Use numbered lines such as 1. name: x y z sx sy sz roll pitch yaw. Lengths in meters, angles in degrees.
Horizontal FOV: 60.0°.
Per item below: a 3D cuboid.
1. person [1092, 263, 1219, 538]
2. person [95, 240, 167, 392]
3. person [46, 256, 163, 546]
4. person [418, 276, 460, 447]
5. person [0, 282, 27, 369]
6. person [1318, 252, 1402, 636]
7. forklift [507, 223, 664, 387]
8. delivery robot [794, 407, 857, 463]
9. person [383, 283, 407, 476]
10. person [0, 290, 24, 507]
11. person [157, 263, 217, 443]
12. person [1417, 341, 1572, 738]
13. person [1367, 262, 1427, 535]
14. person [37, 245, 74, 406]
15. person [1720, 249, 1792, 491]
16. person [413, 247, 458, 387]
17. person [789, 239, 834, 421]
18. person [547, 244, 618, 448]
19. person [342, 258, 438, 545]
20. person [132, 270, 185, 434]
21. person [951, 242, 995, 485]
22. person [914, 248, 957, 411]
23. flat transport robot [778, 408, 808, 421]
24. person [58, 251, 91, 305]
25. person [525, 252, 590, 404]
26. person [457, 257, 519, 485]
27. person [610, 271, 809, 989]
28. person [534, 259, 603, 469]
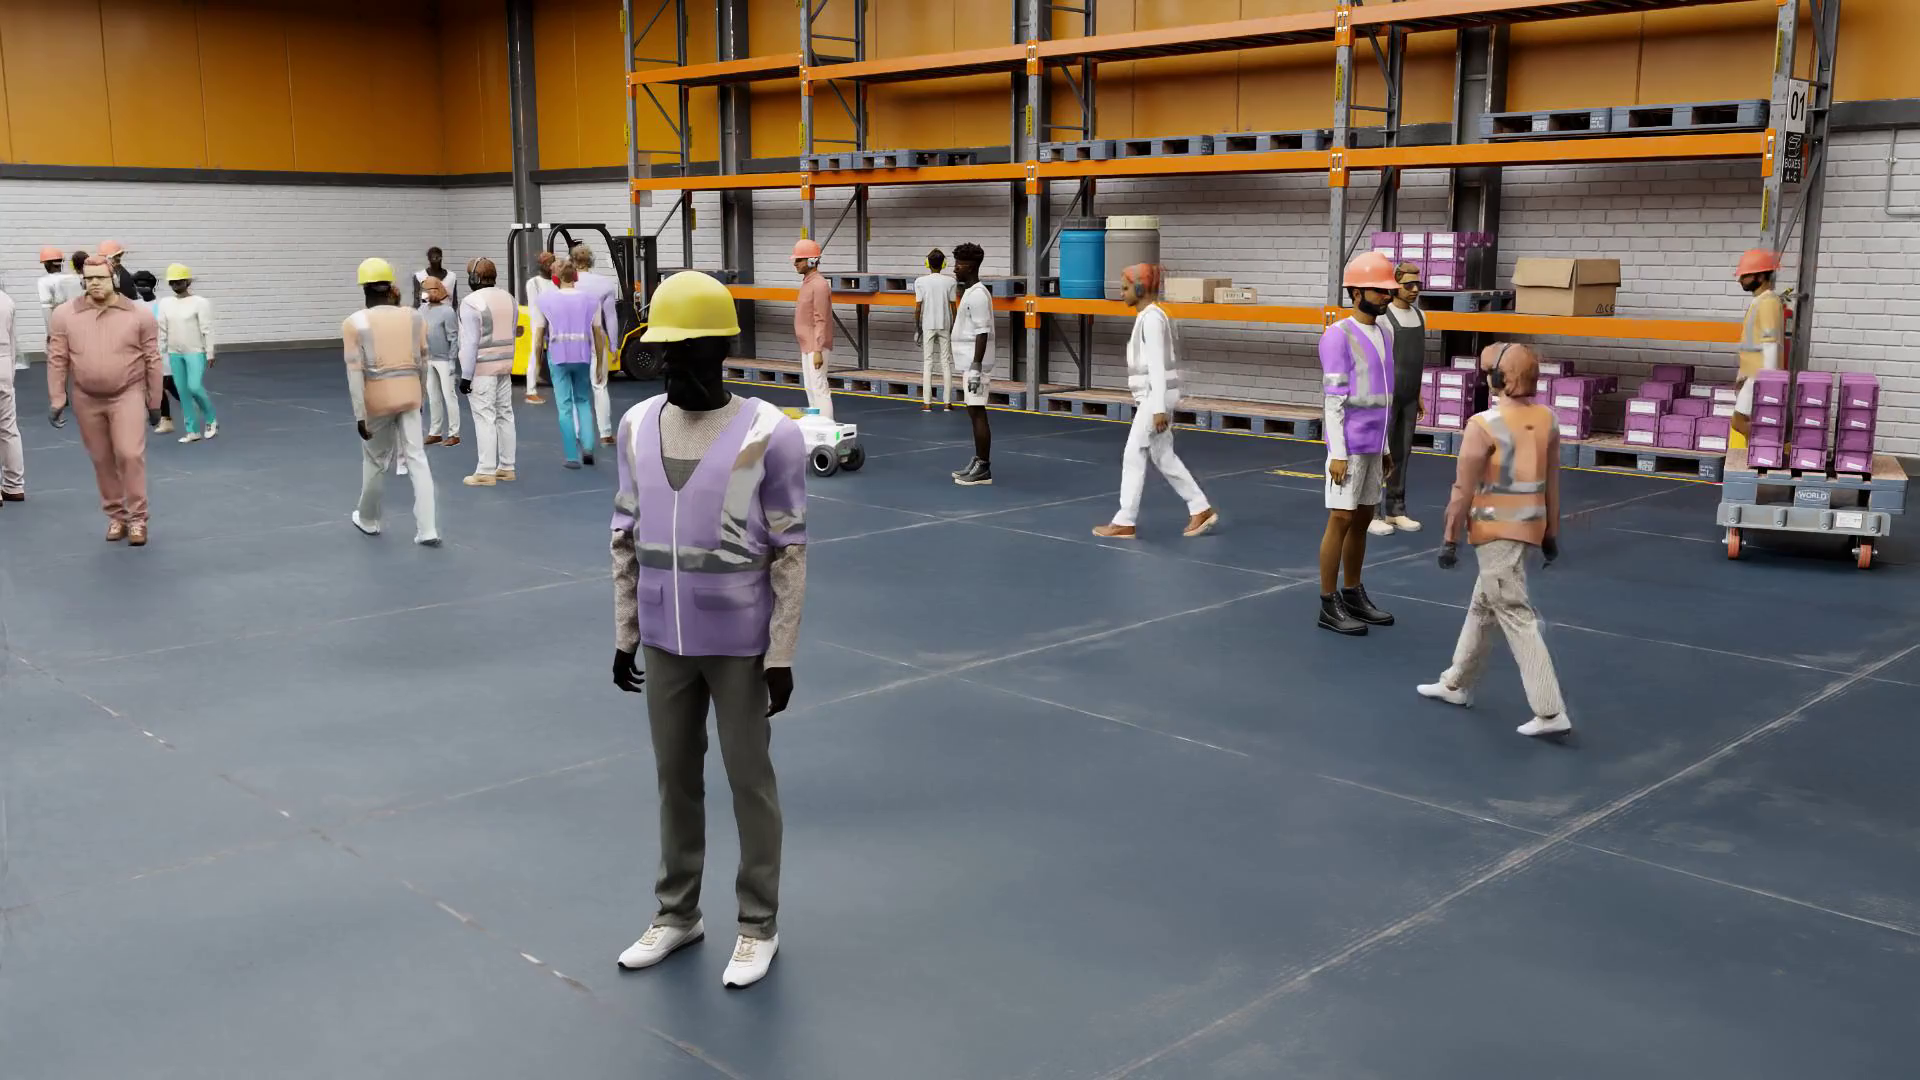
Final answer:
1. person: 1.359 -0.922 11.122 0.849 1.852 0.630 1 10 4
2. person: -9.839 -2.570 19.766 0.688 1.973 0.634 -3 11 -16
3. person: -5.588 -0.892 10.852 0.650 1.882 0.747 -2 11 -12
4. person: -5.014 -1.708 15.968 0.501 1.633 0.281 6 12 31
5. person: -14.574 -3.391 24.977 0.896 1.697 0.492 -9 14 -42
6. person: 2.054 -0.492 8.507 0.354 1.939 0.545 9 14 41
7. forklift: -5.316 -3.263 22.920 2.313 2.155 1.214 -10 14 -44
8. delivery robot: -1.246 -0.890 14.198 0.707 0.478 0.477 6 12 27
9. person: -4.788 -1.352 14.018 0.536 1.625 0.371 -2 11 -12
10. person: -7.322 -1.195 12.422 0.405 1.911 0.636 1 10 6
11. person: -7.572 -1.819 16.242 0.532 1.755 0.358 2 11 10
12. person: 2.239 -0.013 6.827 0.530 1.596 0.851 -7 13 -34
13. person: 2.969 -0.959 11.306 0.516 1.844 0.329 -7 13 -34
14. person: -10.502 -2.505 19.580 0.822 1.909 0.547 5 12 28
15. person: 6.209 -1.292 12.930 0.500 1.916 0.565 4 11 22
16. person: -7.000 -2.977 22.270 0.610 1.861 1.022 -6 12 -30
17. person: -1.388 -1.803 15.533 0.409 1.985 0.619 -4 11 -19
18. person: -3.590 -1.842 15.893 0.661 1.932 0.356 -2 11 -11
19. person: -3.772 -0.910 10.976 0.605 1.872 1.016 -9 14 -40
20. person: -8.152 -1.905 16.926 0.567 1.669 0.454 2 11 9
21. person: 0.105 -1.434 13.565 0.362 1.963 0.613 -1 10 -3
22. person: -0.276 -2.411 19.159 0.520 1.871 0.326 -1 10 -6
23. flat transport robot: -2.234 -1.274 17.320 1.431 0.197 0.652 5 12 26
24. person: -10.091 -2.405 19.257 0.518 1.836 0.816 -1 10 -8
25. person: -4.881 -2.508 19.802 1.025 1.820 0.575 8 13 38
26. person: -3.857 -1.365 13.535 0.429 1.844 0.627 4 11 21
27. person: -0.691 0.247 4.508 0.587 1.928 0.362 4 11 22
28. person: -3.398 -1.521 14.461 0.558 1.816 0.494 -5 12 -27
